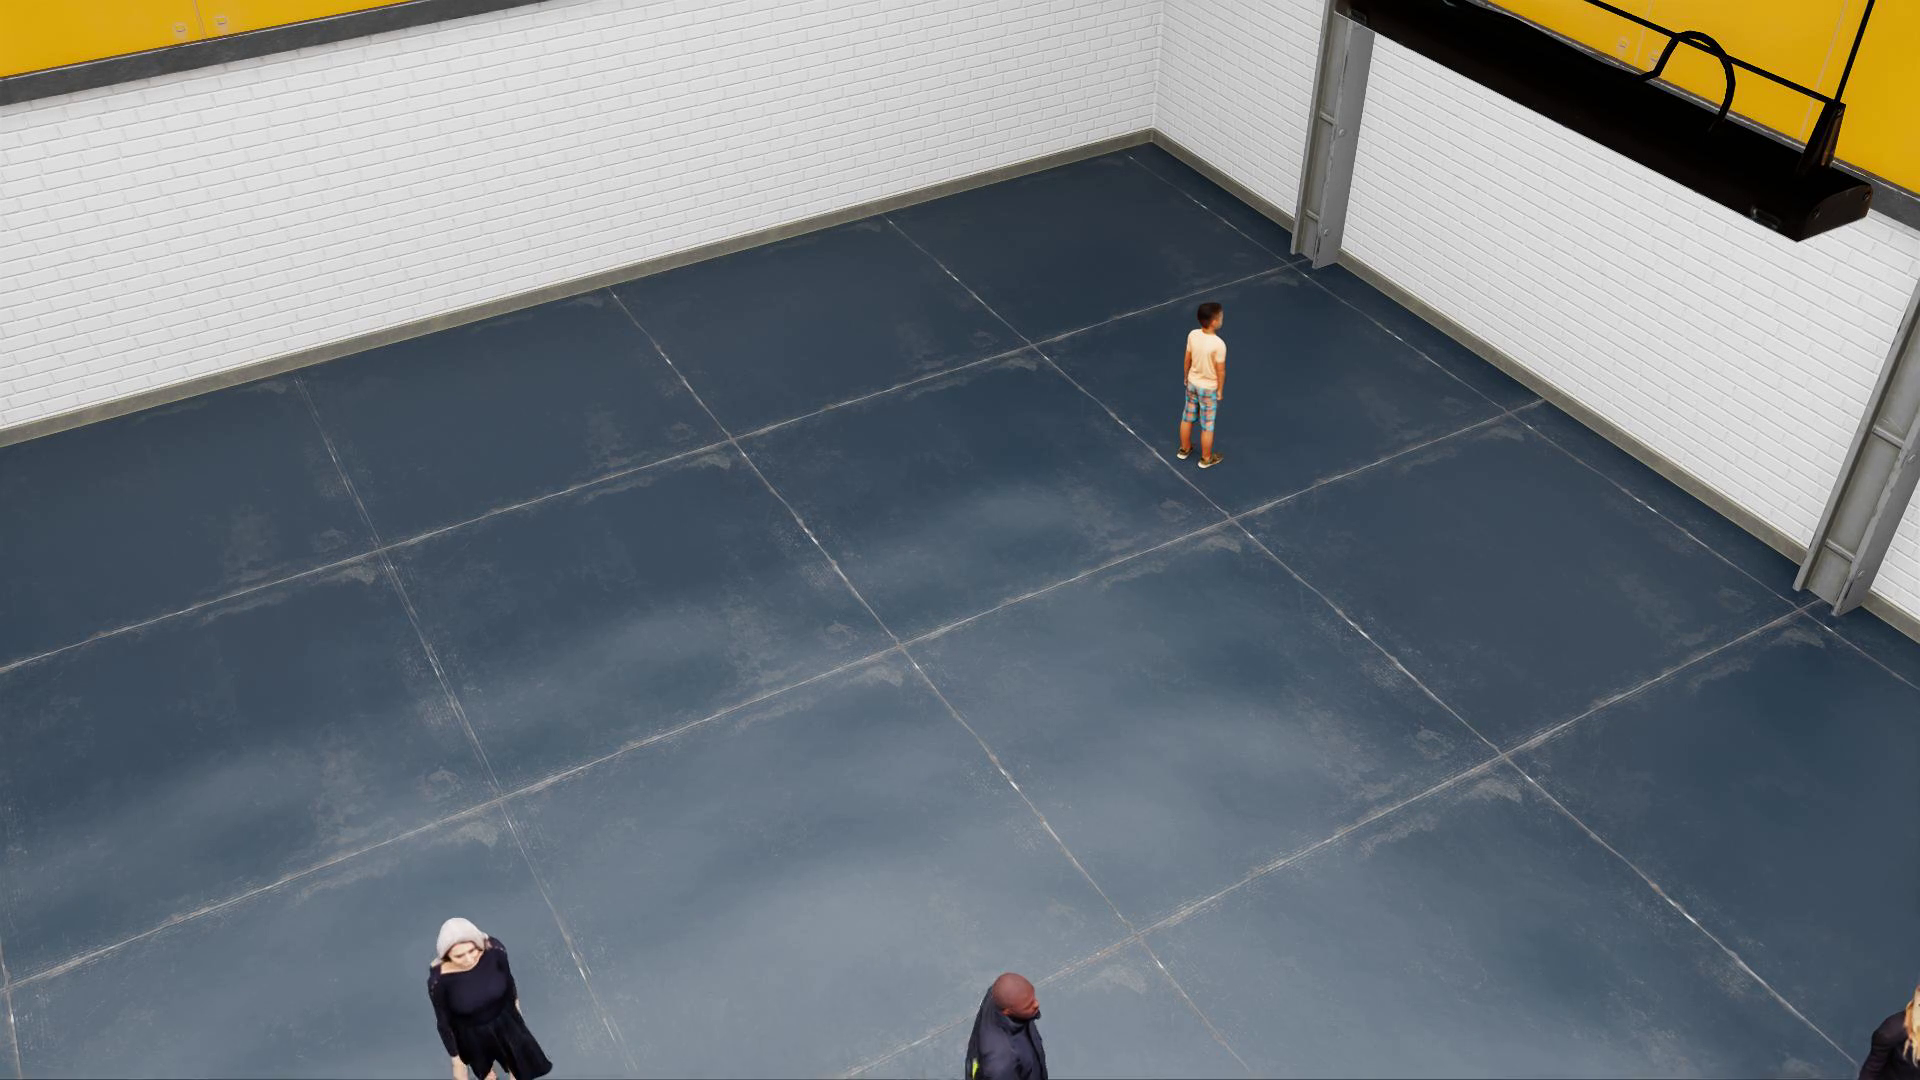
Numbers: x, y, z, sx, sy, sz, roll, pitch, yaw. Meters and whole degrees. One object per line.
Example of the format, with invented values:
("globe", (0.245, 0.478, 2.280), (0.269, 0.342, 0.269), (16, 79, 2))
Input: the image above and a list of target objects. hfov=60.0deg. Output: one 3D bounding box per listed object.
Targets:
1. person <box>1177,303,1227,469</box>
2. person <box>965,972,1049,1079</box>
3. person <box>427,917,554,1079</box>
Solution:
("person", (1.968, -1.257, 13.442), (0.515, 1.460, 0.642), (29, 47, 31))
("person", (0.142, 2.719, 8.184), (0.978, 1.808, 0.915), (8, 39, 10))
("person", (-2.477, 2.488, 8.562), (0.663, 1.698, 1.177), (-23, 44, -26))
